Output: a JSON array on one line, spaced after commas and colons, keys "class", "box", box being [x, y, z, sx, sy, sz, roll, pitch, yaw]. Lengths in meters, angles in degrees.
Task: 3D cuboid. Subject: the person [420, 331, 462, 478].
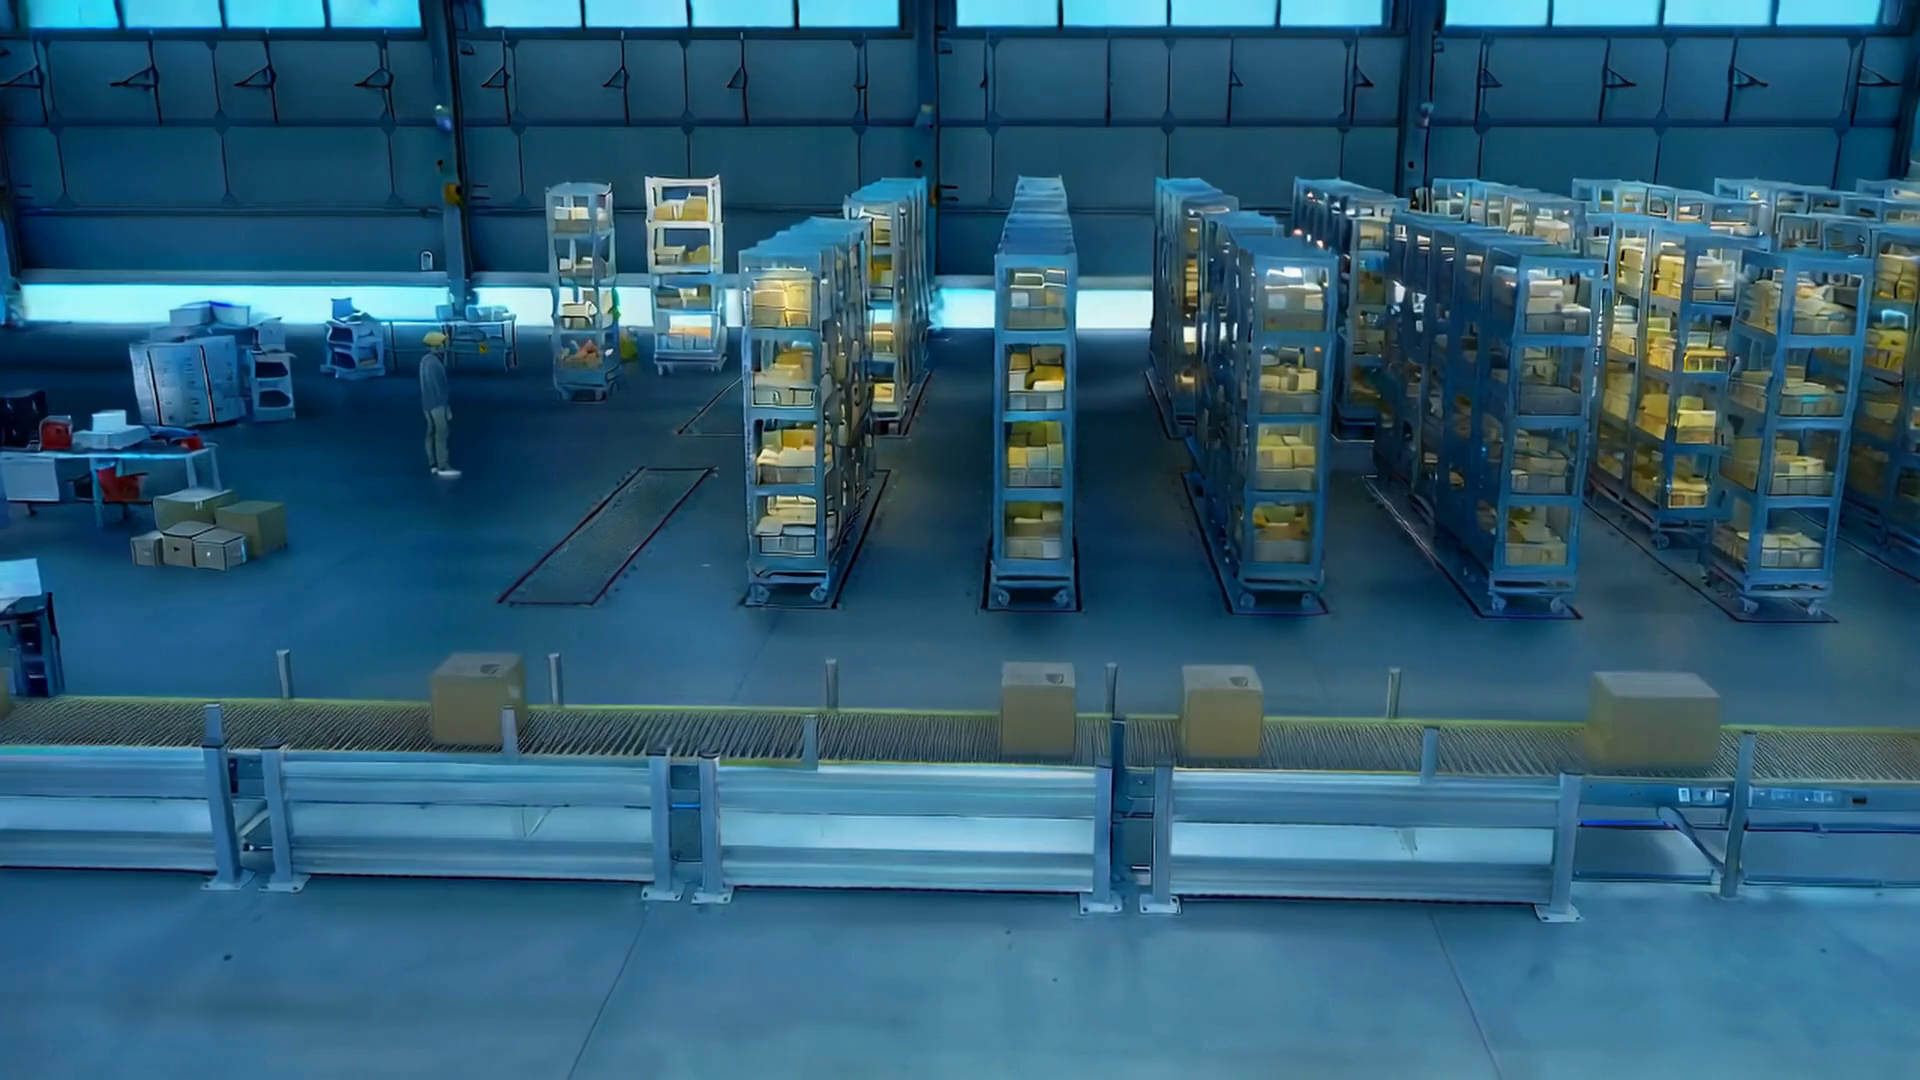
[{"class": "person", "box": [-7.086, -1.844, 22.602, 0.390, 1.992, 0.624, -13, 20, -40]}]
